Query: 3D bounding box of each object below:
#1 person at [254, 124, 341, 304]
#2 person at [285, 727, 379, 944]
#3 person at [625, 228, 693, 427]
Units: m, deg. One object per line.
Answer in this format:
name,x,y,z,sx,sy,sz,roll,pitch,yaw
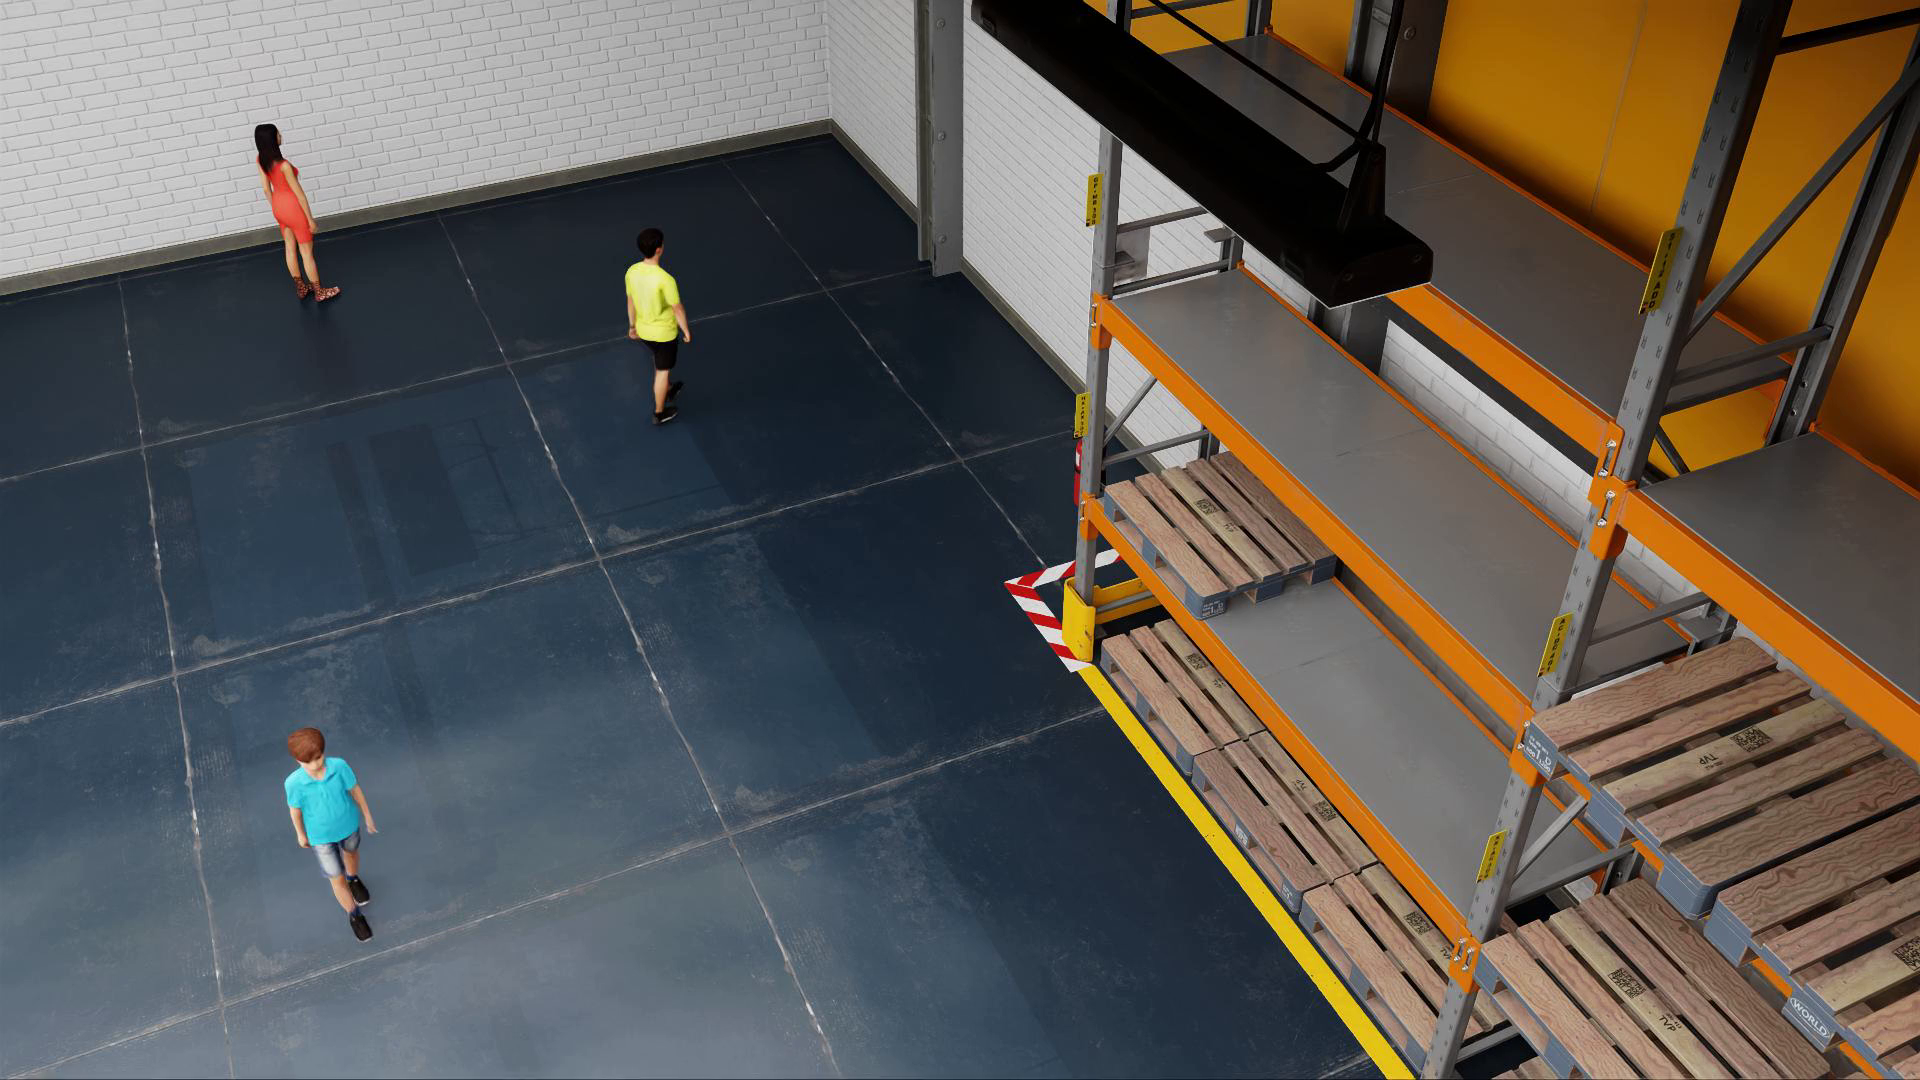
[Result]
person,-6.023,-2.940,14.969,0.652,1.719,0.730,17,42,20
person,-3.628,1.579,9.539,0.654,1.434,0.833,-27,46,-29
person,-2.490,-1.679,13.415,0.906,1.688,0.950,19,42,22
